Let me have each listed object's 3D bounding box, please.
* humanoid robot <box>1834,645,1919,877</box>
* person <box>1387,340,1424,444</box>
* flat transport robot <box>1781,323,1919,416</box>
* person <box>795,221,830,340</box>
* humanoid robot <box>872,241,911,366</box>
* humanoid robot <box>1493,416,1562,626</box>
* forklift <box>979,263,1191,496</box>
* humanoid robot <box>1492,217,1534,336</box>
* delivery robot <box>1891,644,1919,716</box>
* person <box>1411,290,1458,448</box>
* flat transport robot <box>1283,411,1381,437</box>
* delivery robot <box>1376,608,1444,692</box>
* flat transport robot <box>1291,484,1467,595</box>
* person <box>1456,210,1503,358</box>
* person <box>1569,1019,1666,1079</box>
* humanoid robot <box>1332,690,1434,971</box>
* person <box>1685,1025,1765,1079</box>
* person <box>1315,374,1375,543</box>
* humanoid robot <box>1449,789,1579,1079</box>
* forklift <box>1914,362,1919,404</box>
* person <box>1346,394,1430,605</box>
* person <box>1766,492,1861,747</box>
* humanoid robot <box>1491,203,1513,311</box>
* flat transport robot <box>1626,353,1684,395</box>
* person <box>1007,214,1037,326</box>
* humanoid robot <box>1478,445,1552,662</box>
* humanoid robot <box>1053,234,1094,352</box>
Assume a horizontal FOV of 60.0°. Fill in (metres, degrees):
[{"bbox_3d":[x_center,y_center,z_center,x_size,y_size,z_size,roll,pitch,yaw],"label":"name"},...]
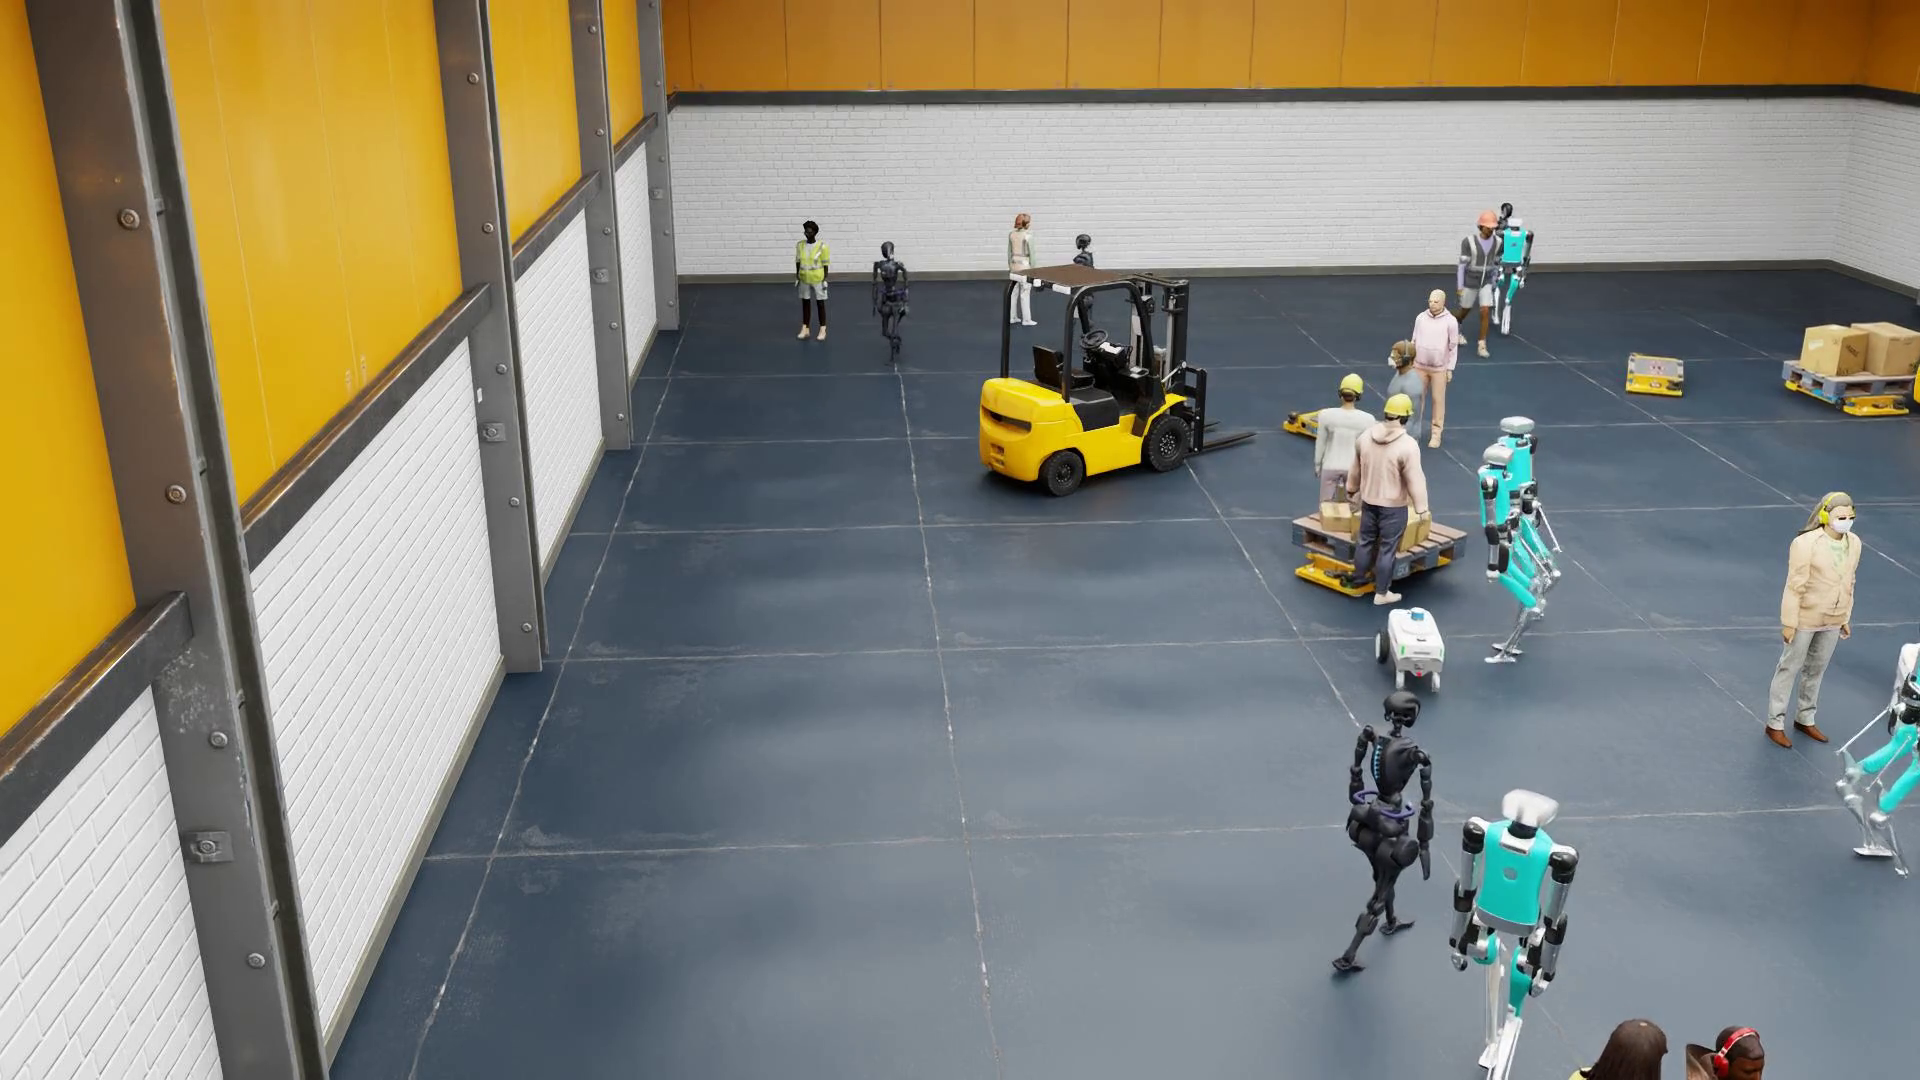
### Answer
[{"bbox_3d":[5.702,1.234,10.151,0.671,1.805,0.558,-1,20,-1],"label":"humanoid robot"},{"bbox_3d":[4.191,-0.953,15.822,0.364,1.934,0.630,2,20,6],"label":"person"},{"bbox_3d":[10.958,-1.806,20.549,0.659,0.231,1.431,-3,20,-9],"label":"flat transport robot"},{"bbox_3d":[-2.098,-3.681,23.581,0.531,1.697,0.320,7,21,19],"label":"person"},{"bbox_3d":[-0.869,-3.210,22.361,0.591,1.637,0.638,10,22,24],"label":"humanoid robot"},{"bbox_3d":[4.755,-0.080,13.810,0.555,1.834,0.767,-15,25,-36],"label":"humanoid robot"},{"bbox_3d":[1.315,-1.764,17.646,2.313,2.155,1.214,-14,24,-33],"label":"forklift"},{"bbox_3d":[7.874,-3.819,23.978,0.530,1.750,1.001,3,20,8],"label":"humanoid robot"},{"bbox_3d":[7.181,1.071,12.309,0.499,0.606,0.781,7,21,19],"label":"delivery robot"},{"bbox_3d":[5.303,-1.936,18.701,0.536,1.782,0.397,13,24,31],"label":"person"},{"bbox_3d":[4.436,-1.236,18.996,0.659,0.231,1.431,-13,24,-31],"label":"flat transport robot"},{"bbox_3d":[3.550,0.822,13.001,0.499,0.614,0.808,2,20,6],"label":"delivery robot"},{"bbox_3d":[3.782,0.184,15.125,1.431,0.231,0.659,-15,25,-35],"label":"flat transport robot"},{"bbox_3d":[7.074,-3.562,22.847,0.630,1.997,0.955,-2,20,-6],"label":"person"},{"bbox_3d":[2.446,2.611,6.345,0.364,1.763,0.467,-10,23,-26],"label":"person"},{"bbox_3d":[2.386,1.597,9.308,0.794,1.622,0.616,-14,24,-33],"label":"humanoid robot"},{"bbox_3d":[2.934,2.593,6.568,0.462,1.645,0.308,-8,21,-20],"label":"person"},{"bbox_3d":[3.516,-0.658,15.269,0.522,1.759,0.350,5,21,14],"label":"person"},{"bbox_3d":[2.712,1.962,8.152,0.551,1.766,0.921,13,24,31],"label":"humanoid robot"},{"bbox_3d":[12.602,-2.435,19.475,2.313,2.155,1.214,-1,20,-4],"label":"forklift"},{"bbox_3d":[3.639,-0.341,14.262,0.435,1.853,0.819,-17,26,-38],"label":"person"},{"bbox_3d":[6.059,0.548,11.807,0.554,1.877,0.409,-5,21,-13],"label":"person"},{"bbox_3d":[8.274,-4.324,25.403,0.585,1.633,0.716,-8,22,-21],"label":"humanoid robot"},{"bbox_3d":[8.955,-2.131,21.435,0.659,0.231,1.431,8,22,20],"label":"flat transport robot"},{"bbox_3d":[0.906,-3.973,24.462,0.512,1.637,0.311,19,27,41],"label":"person"},{"bbox_3d":[4.397,0.130,13.100,0.746,1.741,0.533,9,22,23],"label":"humanoid robot"},{"bbox_3d":[1.624,-3.373,22.788,0.655,1.640,0.601,7,21,19],"label":"humanoid robot"}]
